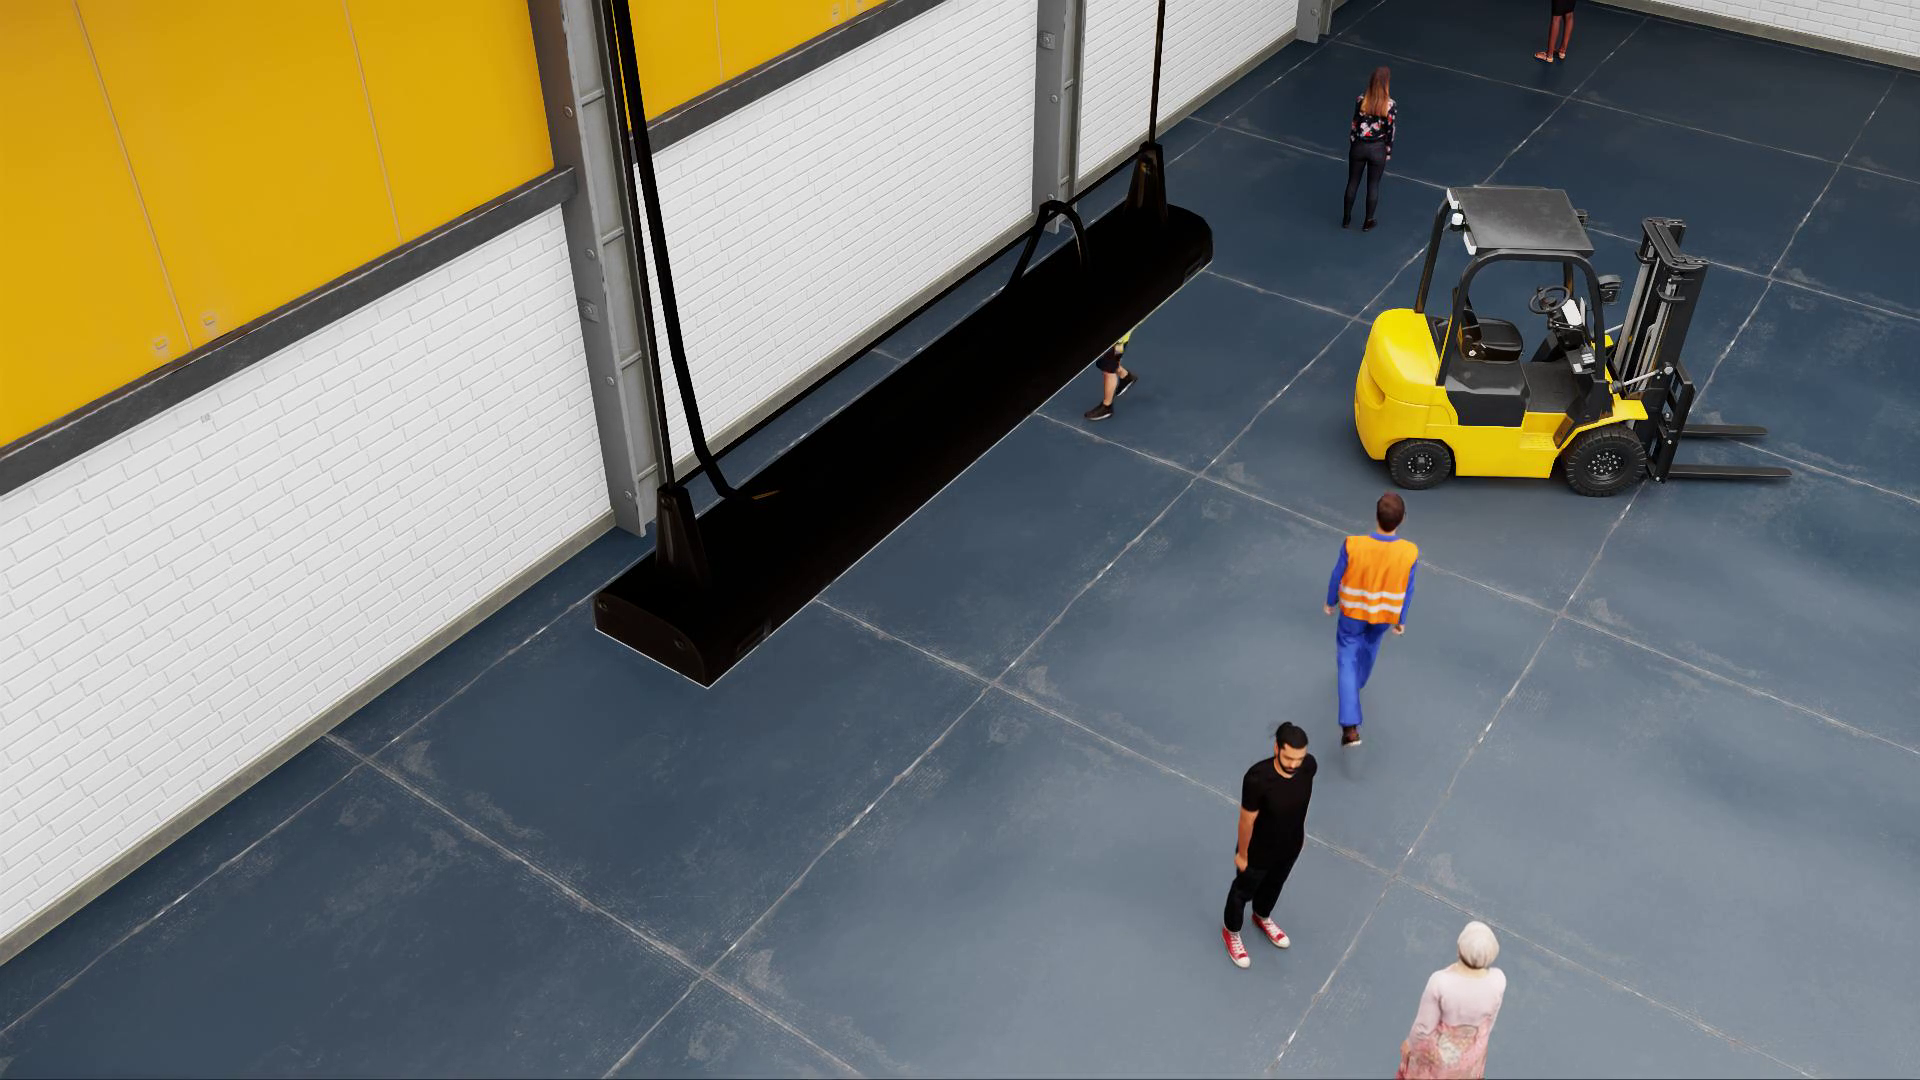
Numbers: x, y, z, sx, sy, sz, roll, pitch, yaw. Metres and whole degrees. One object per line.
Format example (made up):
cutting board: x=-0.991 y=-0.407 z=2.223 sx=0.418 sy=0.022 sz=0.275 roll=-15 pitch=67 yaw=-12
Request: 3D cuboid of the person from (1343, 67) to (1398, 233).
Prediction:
person: x=4.028 y=-3.847 z=16.360 sx=0.602 sy=1.684 sz=0.548 roll=17 pitch=42 yaw=20

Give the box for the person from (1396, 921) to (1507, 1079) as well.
person: x=2.473 y=2.529 z=8.371 sx=0.698 sy=1.691 sz=0.748 roll=-3 pitch=39 yaw=-4

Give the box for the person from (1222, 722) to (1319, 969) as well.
person: x=1.746 y=1.685 z=9.375 sx=0.636 sy=1.756 sz=0.762 roll=-18 pitch=42 yaw=-22

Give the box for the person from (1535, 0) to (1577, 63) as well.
person: x=7.197 y=-6.551 z=19.718 sx=0.601 sy=1.719 sz=0.744 roll=-19 pitch=42 yaw=-22

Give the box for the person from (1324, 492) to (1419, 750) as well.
person: x=2.630 y=0.540 z=10.746 sx=1.066 sy=1.834 sz=1.282 roll=3 pitch=39 yaw=3
